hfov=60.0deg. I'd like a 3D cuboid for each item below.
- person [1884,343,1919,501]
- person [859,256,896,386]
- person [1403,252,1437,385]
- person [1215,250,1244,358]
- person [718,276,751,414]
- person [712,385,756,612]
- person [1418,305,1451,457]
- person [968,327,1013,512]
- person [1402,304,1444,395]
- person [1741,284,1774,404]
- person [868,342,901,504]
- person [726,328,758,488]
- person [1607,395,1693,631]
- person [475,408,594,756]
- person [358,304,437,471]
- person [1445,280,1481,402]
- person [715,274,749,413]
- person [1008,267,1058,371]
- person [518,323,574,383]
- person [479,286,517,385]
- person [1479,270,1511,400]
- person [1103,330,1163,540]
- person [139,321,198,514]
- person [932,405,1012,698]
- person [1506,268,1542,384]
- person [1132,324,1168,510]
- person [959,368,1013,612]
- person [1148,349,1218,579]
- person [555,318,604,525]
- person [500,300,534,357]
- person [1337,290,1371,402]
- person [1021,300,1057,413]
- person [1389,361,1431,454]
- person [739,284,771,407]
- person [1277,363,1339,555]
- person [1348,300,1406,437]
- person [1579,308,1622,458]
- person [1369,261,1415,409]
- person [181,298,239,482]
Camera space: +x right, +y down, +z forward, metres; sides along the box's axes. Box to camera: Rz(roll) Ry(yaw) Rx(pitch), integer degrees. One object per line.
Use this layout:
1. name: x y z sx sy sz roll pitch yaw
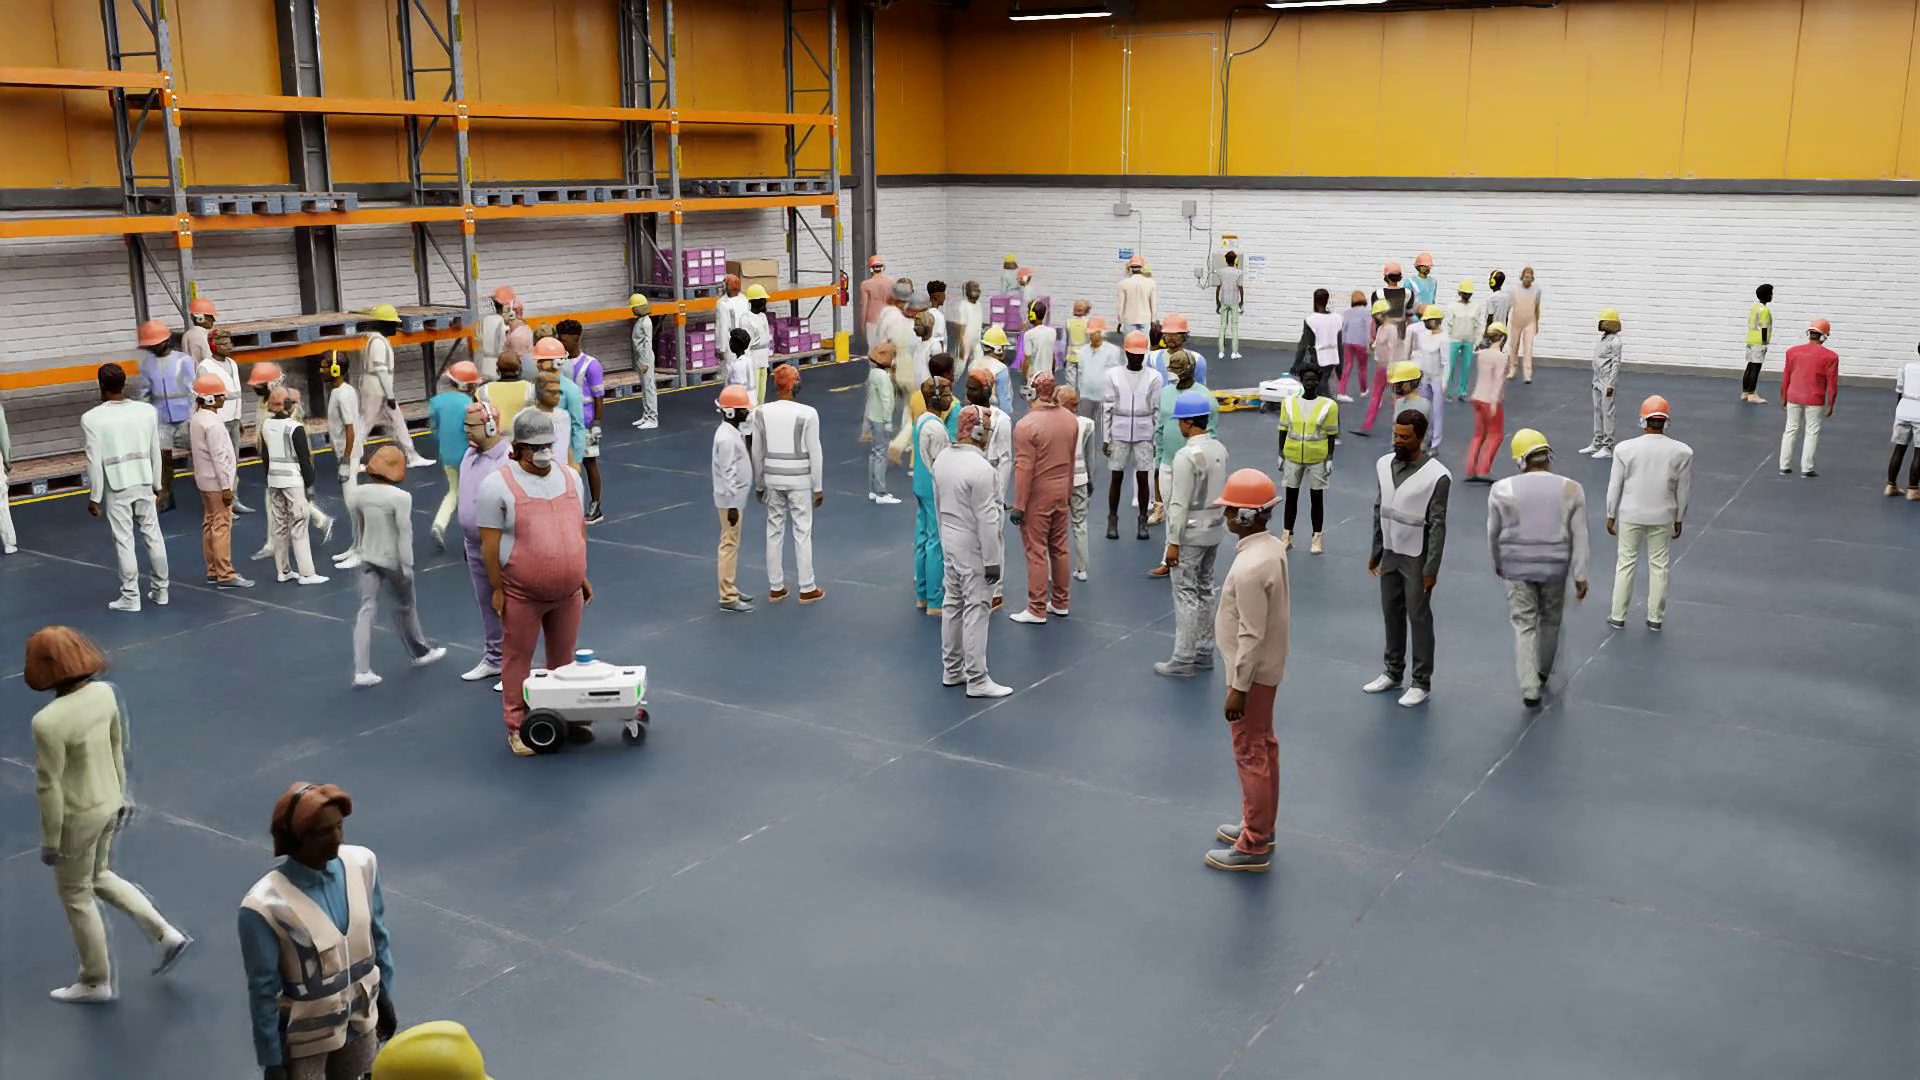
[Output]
1. person: 9.756 -1.234 16.939 0.320 1.686 0.538 -5 14 -22
2. person: -1.255 -3.341 25.420 0.610 1.986 0.392 -6 14 -25
3. person: 6.999 -3.339 25.283 0.607 2.044 0.372 -6 14 -26
4. person: 4.697 -4.096 28.940 0.514 1.876 0.328 5 14 22
5. person: -3.036 -2.622 22.534 0.337 1.876 0.584 10 16 37
6. person: -1.734 -0.330 12.864 0.341 1.750 0.565 -1 13 -5
7. person: 5.595 -1.869 19.520 0.445 1.768 0.709 -4 13 -15
8. person: 0.318 -1.182 16.411 0.403 1.826 0.604 -8 15 -33
9. person: 5.975 -2.250 21.535 0.523 1.596 0.630 1 13 5
10. person: 11.389 -2.801 23.709 0.316 1.695 0.542 2 13 7
11. person: -0.784 -1.189 16.856 0.279 1.633 0.498 -4 14 -16
12. person: -2.307 -1.392 17.601 0.318 1.697 0.533 0 13 2
13. person: 5.077 -0.198 12.314 0.566 1.744 0.349 3 13 13
14. person: -2.442 0.234 9.790 0.674 2.000 0.535 -12 17 -42
15. person: -6.448 -1.682 18.492 1.011 1.868 0.598 -2 13 -10
16. person: 7.149 -2.818 23.686 0.525 1.747 0.410 -2 13 -9
17. person: -3.135 -2.687 22.786 0.395 1.898 0.662 8 15 33
18. person: 1.185 -3.581 27.100 0.889 1.701 0.629 1 13 5
19. person: -3.897 -1.081 15.731 0.629 1.935 0.378 4 14 17
20. person: -5.297 -1.903 19.108 0.597 2.017 0.613 -12 18 -43
21. person: 7.661 -2.931 23.894 0.519 1.873 0.328 -10 16 -37
22. person: 1.577 -0.950 15.180 0.548 1.929 0.389 1 13 5
23. person: -7.665 -1.214 16.373 0.782 1.908 0.586 0 13 0
24. person: 0.087 0.072 10.802 0.407 1.902 0.638 -7 15 -29
25. person: 8.751 -3.346 25.922 0.535 1.790 0.819 3 13 12
26. person: 1.928 -1.219 16.512 0.349 1.856 0.528 -10 17 -38
27. person: 0.153 -0.383 12.814 0.355 1.882 0.574 -11 17 -40
28. person: 1.819 -0.595 13.612 0.365 1.936 0.653 -10 16 -36
29. person: -3.661 -1.129 15.864 0.614 1.963 0.361 8 15 32
30. person: -4.945 -1.729 18.600 0.400 1.910 0.643 -2 13 -7
31. person: 5.715 -2.794 23.935 0.550 1.571 0.852 11 17 39
32. person: 0.900 -1.809 19.056 0.509 1.860 0.315 -11 17 -39
33. person: 3.838 -0.664 14.325 0.342 1.753 0.533 -3 13 -13
34. person: -2.502 -2.180 20.500 0.352 1.929 0.594 4 14 17
35. person: 3.051 -0.718 14.669 0.535 1.700 0.318 6 14 23
36. person: 5.346 -2.134 20.802 0.880 1.700 0.597 -3 13 -11
37. person: 7.511 -1.833 19.412 0.295 1.744 0.484 -1 13 -4
38. person: 5.968 -2.832 23.083 0.608 2.046 0.368 -1 13 -4
39. person: -8.050 -1.583 17.789 0.621 1.985 0.400 11 17 40
